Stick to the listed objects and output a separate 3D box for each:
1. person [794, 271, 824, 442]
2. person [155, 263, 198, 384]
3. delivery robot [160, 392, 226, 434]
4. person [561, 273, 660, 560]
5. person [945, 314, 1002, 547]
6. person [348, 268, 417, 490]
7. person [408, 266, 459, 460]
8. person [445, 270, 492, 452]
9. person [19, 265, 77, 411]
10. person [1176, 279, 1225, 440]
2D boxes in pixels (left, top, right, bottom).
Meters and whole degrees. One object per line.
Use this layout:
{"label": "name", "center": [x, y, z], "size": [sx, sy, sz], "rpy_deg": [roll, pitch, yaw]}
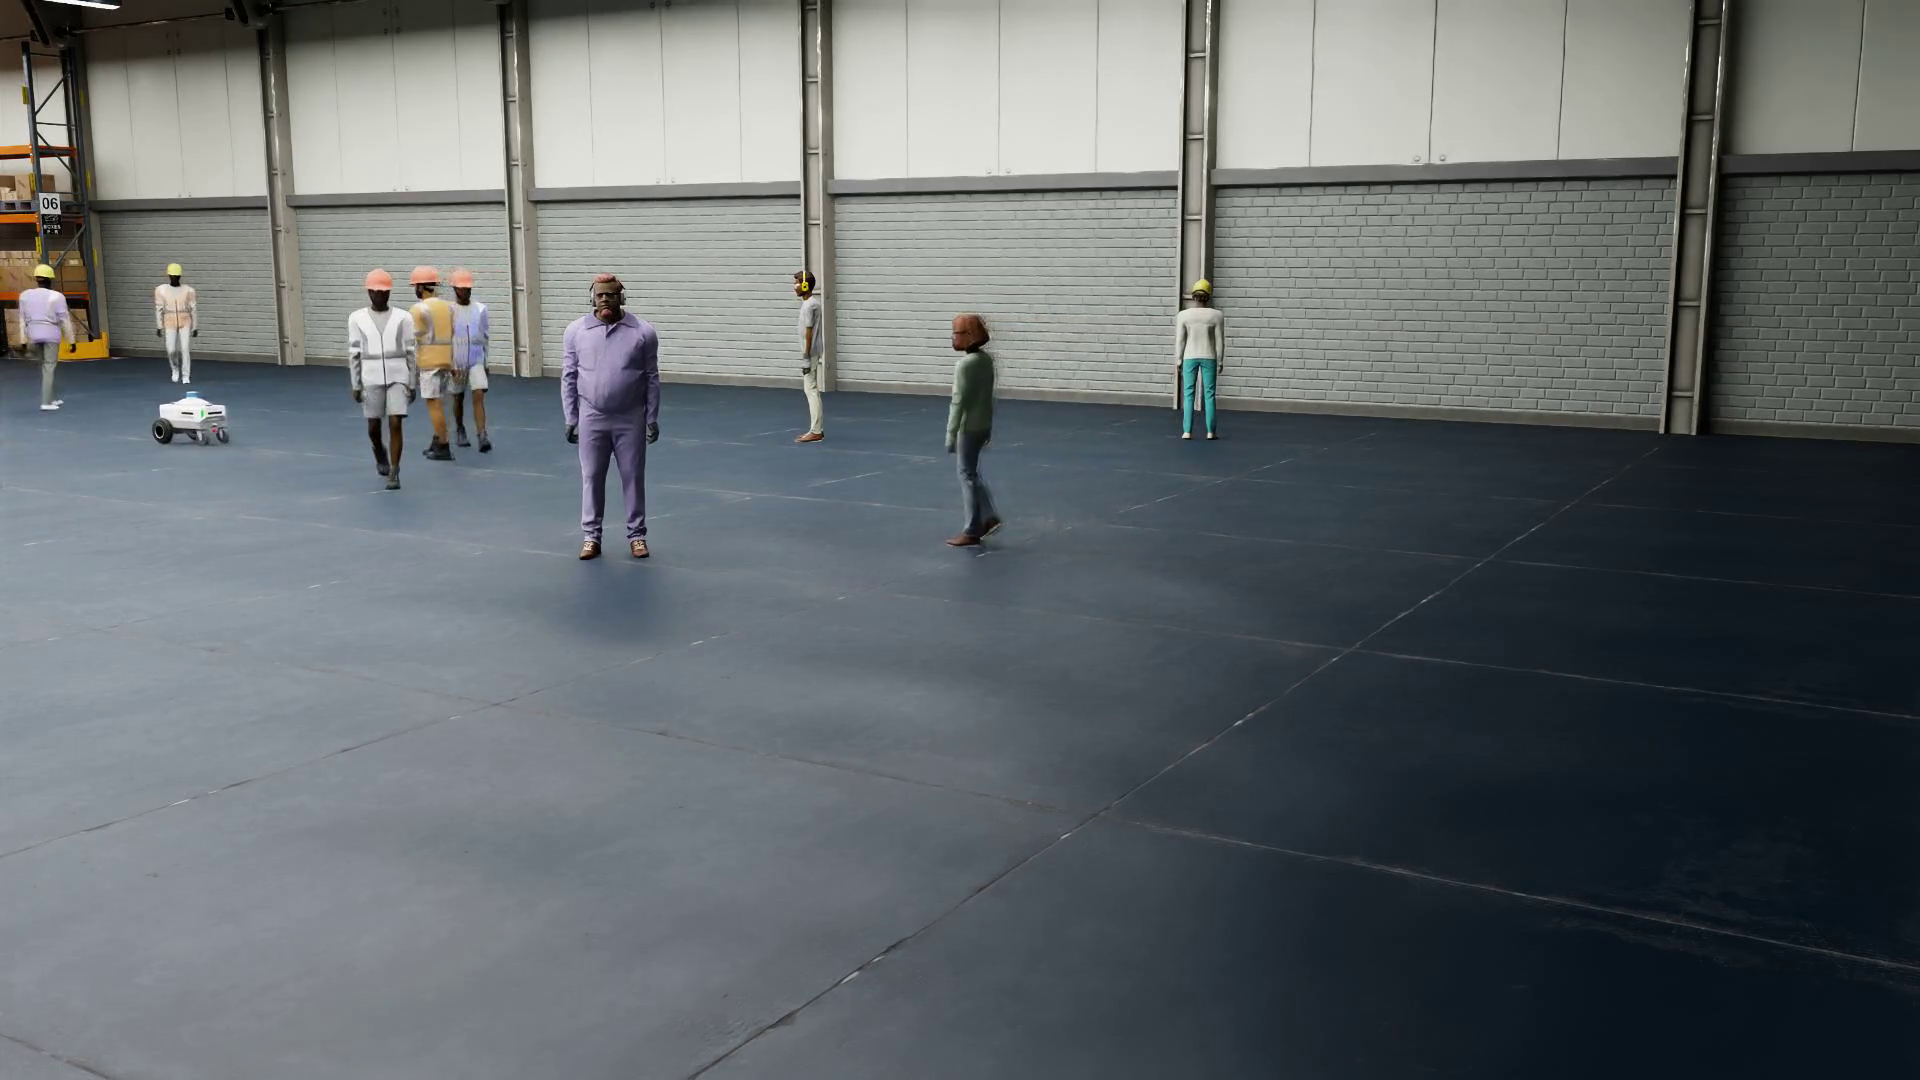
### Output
{"label": "person", "center": [-1.653, -2.001, 18.191], "size": [0.314, 1.863, 0.517], "rpy_deg": [0, 10, -1]}
{"label": "person", "center": [-12.373, -3.412, 26.293], "size": [0.622, 1.909, 0.427], "rpy_deg": [-5, 11, -25]}
{"label": "delivery robot", "center": [-8.285, -1.358, 17.960], "size": [0.707, 0.478, 0.477], "rpy_deg": [5, 11, 26]}
{"label": "person", "center": [-2.333, -0.820, 11.131], "size": [0.651, 1.907, 0.409], "rpy_deg": [-2, 10, -10]}
{"label": "person", "center": [0.057, -0.750, 11.517], "size": [0.328, 1.620, 0.531], "rpy_deg": [4, 11, 23]}
{"label": "person", "center": [-5.048, -1.416, 14.590], "size": [0.548, 1.920, 0.671], "rpy_deg": [-3, 10, -17]}
{"label": "person", "center": [-5.298, -1.742, 16.490], "size": [0.601, 1.918, 0.582], "rpy_deg": [4, 11, 23]}
{"label": "person", "center": [-5.167, -1.870, 17.364], "size": [0.561, 1.880, 1.020], "rpy_deg": [-5, 11, -28]}
{"label": "person", "center": [-11.991, -2.668, 21.960], "size": [0.622, 1.893, 0.828], "rpy_deg": [0, 10, 1]}
{"label": "person", "center": [2.643, -1.979, 18.329], "size": [0.527, 1.767, 0.331], "rpy_deg": [2, 10, 12]}
